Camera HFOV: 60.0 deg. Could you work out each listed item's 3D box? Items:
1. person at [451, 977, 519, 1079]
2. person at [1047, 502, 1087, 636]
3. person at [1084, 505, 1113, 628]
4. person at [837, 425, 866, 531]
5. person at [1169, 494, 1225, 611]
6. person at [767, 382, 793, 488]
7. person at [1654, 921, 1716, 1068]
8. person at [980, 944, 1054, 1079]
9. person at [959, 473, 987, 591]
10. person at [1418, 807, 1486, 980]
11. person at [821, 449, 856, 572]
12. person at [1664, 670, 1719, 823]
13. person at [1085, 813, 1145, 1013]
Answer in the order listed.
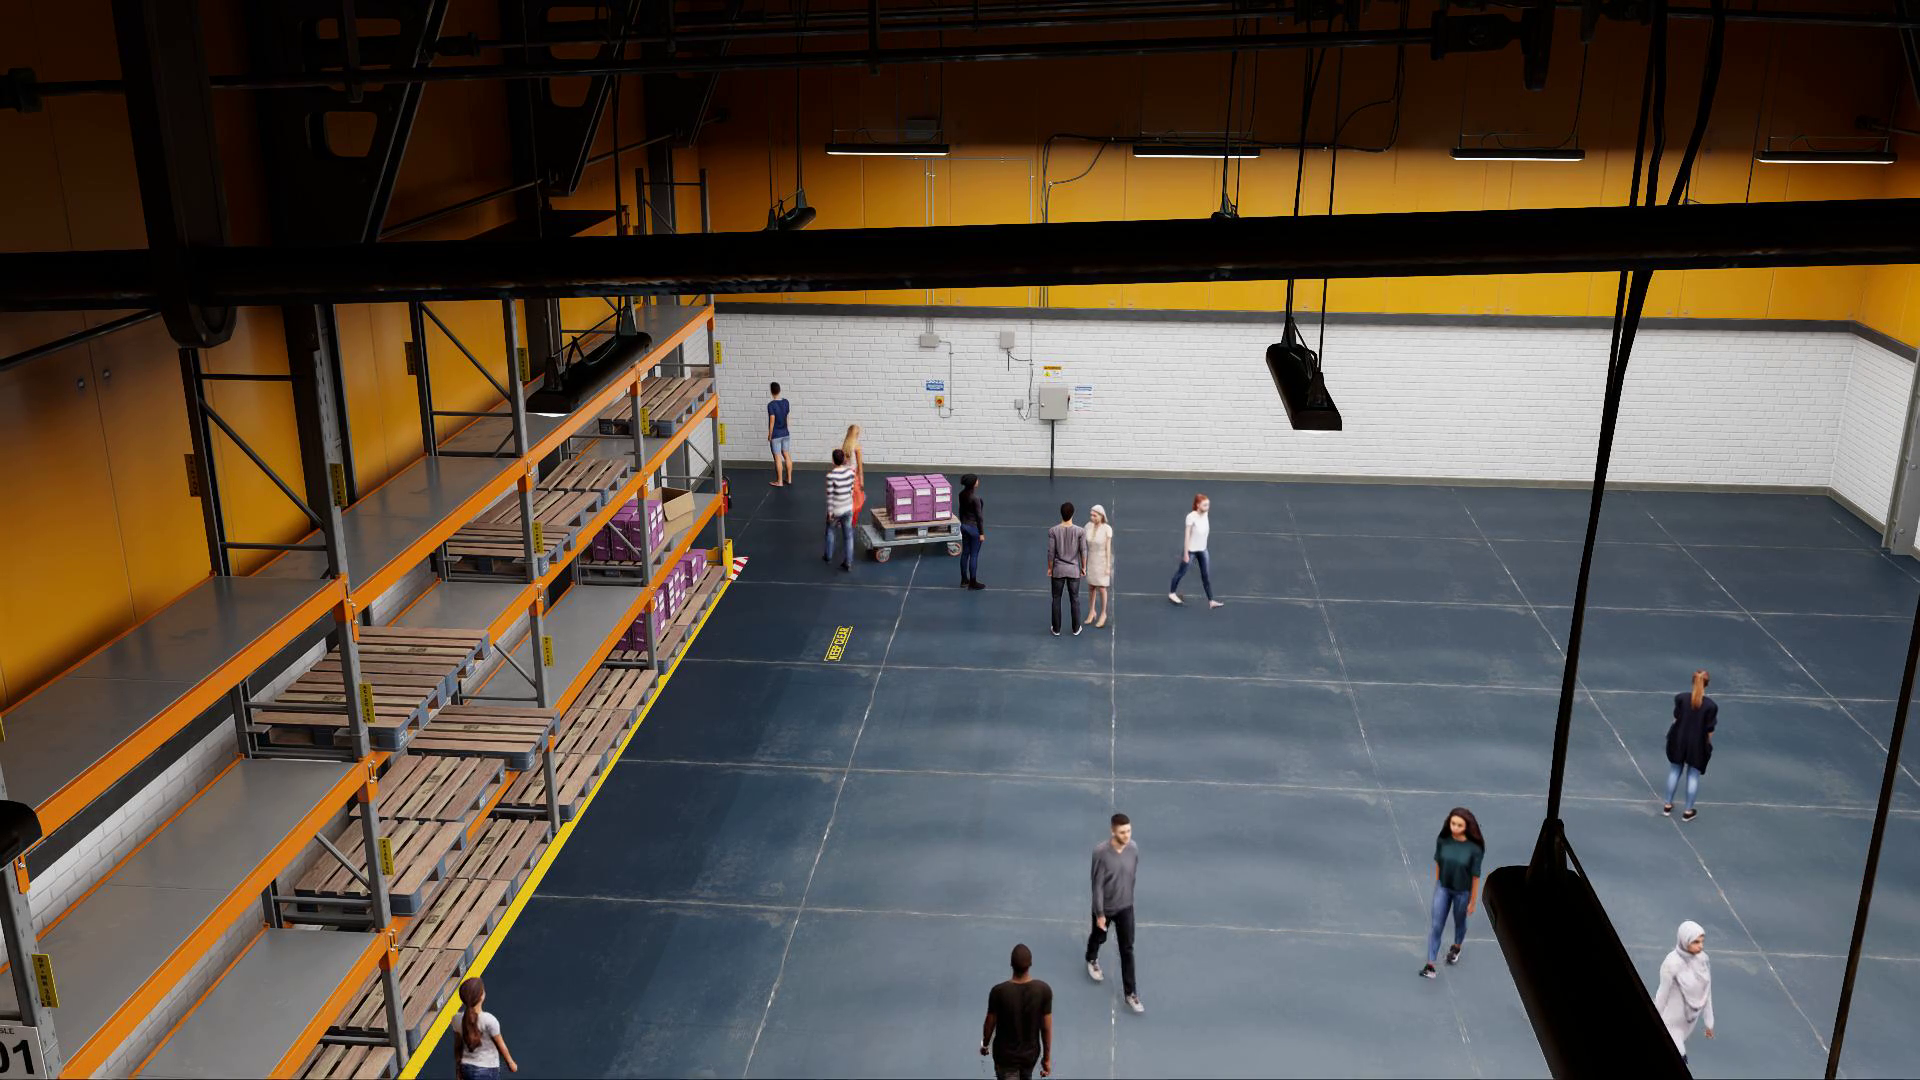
[{"bbox_3d":[-3.581,4.001,12.336,0.736,1.522,1.119,7,20,19],"label":"person"},{"bbox_3d":[1.436,0.388,22.549,0.689,1.851,0.532,0,19,1],"label":"person"},{"bbox_3d":[1.887,0.346,22.855,0.675,1.735,0.687,12,22,31],"label":"person"},{"bbox_3d":[-1.801,-0.931,26.578,0.956,1.779,0.901,-16,24,-39],"label":"person"},{"bbox_3d":[3.246,0.169,23.495,1.094,1.662,1.192,-13,23,-34],"label":"person"},{"bbox_3d":[-3.169,-1.867,29.256,0.770,1.844,0.692,17,25,41],"label":"person"},{"bbox_3d":[5.480,3.715,12.872,1.017,1.722,1.219,-9,20,-24],"label":"person"},{"bbox_3d":[0.434,3.878,12.329,0.889,1.760,1.231,-4,19,-12],"label":"person"},{"bbox_3d":[0.159,-0.137,24.271,0.774,1.746,0.707,-14,23,-35],"label":"person"},{"bbox_3d":[4.465,3.113,14.882,0.929,1.580,1.124,12,22,32],"label":"person"},{"bbox_3d":[-1.746,-0.422,24.998,0.912,1.824,1.056,-8,20,-23],"label":"person"},{"bbox_3d":[7.703,2.154,17.569,0.720,1.683,0.737,14,23,35],"label":"person"},{"bbox_3d":[1.284,3.163,14.515,0.923,1.720,1.208,-6,20,-18],"label":"person"}]
